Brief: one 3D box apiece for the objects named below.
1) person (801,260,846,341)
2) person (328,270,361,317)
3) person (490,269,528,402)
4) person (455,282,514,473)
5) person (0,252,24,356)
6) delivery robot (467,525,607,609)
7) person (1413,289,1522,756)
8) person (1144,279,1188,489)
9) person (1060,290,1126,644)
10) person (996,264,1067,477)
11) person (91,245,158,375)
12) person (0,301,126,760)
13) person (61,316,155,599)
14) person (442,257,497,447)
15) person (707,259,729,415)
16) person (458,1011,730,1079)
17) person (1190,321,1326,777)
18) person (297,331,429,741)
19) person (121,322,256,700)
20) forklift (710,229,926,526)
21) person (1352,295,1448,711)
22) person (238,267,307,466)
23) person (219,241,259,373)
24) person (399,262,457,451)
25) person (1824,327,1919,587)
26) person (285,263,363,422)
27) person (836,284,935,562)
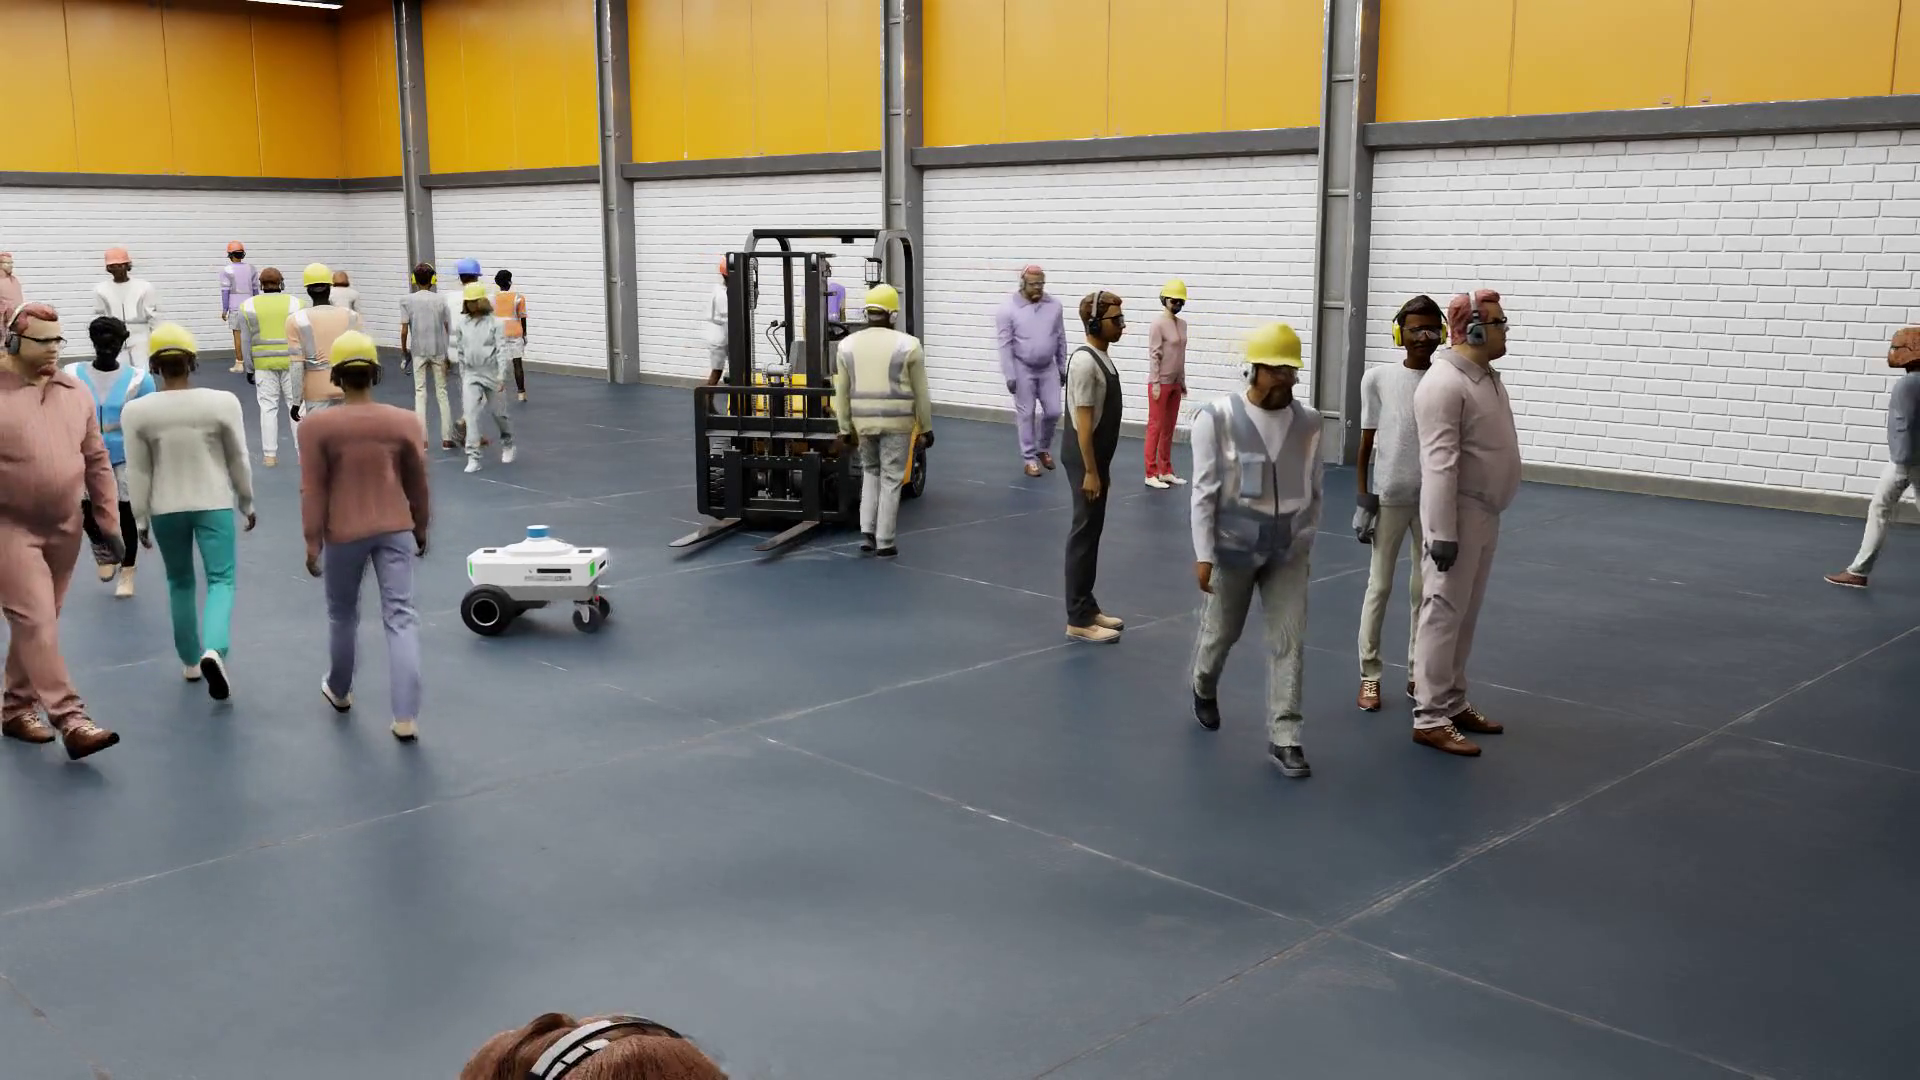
[{"bbox_3d":[-1.637,-2.450,20.035,0.565,1.846,0.389,-5,12,-25],"label":"person"},{"bbox_3d":[-9.089,-3.152,24.467,0.533,1.614,0.521,-5,12,-27],"label":"person"},{"bbox_3d":[-5.784,-2.596,21.228,0.538,1.698,0.319,-3,11,-13],"label":"person"},{"bbox_3d":[-4.369,-1.512,15.278,0.487,1.713,0.815,0,10,1],"label":"person"},{"bbox_3d":[-12.841,-2.916,22.506,0.546,1.903,0.671,1,10,3],"label":"person"},{"bbox_3d":[-2.291,0.164,9.049,0.707,0.478,0.477,0,10,0],"label":"delivery robot"},{"bbox_3d":[2.115,-0.081,6.934,0.410,1.912,0.651,7,12,32],"label":"person"},{"bbox_3d":[1.780,-1.325,14.131,0.329,1.765,0.525,8,13,38],"label":"person"},{"bbox_3d":[0.713,-0.389,8.797,0.349,1.847,0.505,3,11,14],"label":"person"},{"bbox_3d":[0.652,-1.492,14.725,0.681,1.879,0.409,-4,11,-19],"label":"person"},{"bbox_3d":[-8.786,-2.082,17.537,0.629,2.023,0.451,-3,11,-18],"label":"person"},{"bbox_3d":[-3.707,-0.033,6.811,0.969,1.856,0.655,5,11,24],"label":"person"},{"bbox_3d":[-4.991,-0.483,9.779,0.582,1.668,0.501,-3,11,-17],"label":"person"},{"bbox_3d":[-4.885,-1.835,16.508,0.619,1.916,0.710,2,11,12],"label":"person"},{"bbox_3d":[-2.623,-2.287,19.034,0.791,1.882,0.590,2,11,12],"label":"person"},{"bbox_3d":[-0.162,1.132,1.192,0.886,1.592,0.548,7,12,33],"label":"person"},{"bbox_3d":[1.200,0.000,6.815,0.587,1.801,0.853,-2,10,-8],"label":"person"},{"bbox_3d":[-2.569,-0.033,7.194,0.553,1.718,0.895,-6,12,-30],"label":"person"},{"bbox_3d":[-3.577,-0.138,7.721,0.530,1.738,0.769,-3,11,-16],"label":"person"},{"bbox_3d":[-1.050,-1.319,12.920,1.214,2.155,2.313,2,11,13],"label":"forklift"},{"bbox_3d":[2.023,-0.158,7.474,0.508,1.872,0.328,0,10,-2],"label":"person"},{"bbox_3d":[-6.324,-1.604,15.443,0.625,1.841,0.429,-3,11,-18],"label":"person"},{"bbox_3d":[-11.223,-3.627,25.916,0.378,2.044,0.607,8,13,37],"label":"person"},{"bbox_3d":[-5.291,-1.821,16.546,0.532,1.868,0.310,-3,11,-17],"label":"person"},{"bbox_3d":[5.672,-0.458,9.851,0.512,1.596,0.827,-7,13,-35],"label":"person"},{"bbox_3d":[-4.742,-1.100,12.464,0.589,1.923,0.383,-10,14,-44],"label":"person"},{"bbox_3d":[-0.476,-0.766,10.937,0.597,1.815,0.478,4,11,21],"label":"person"}]
